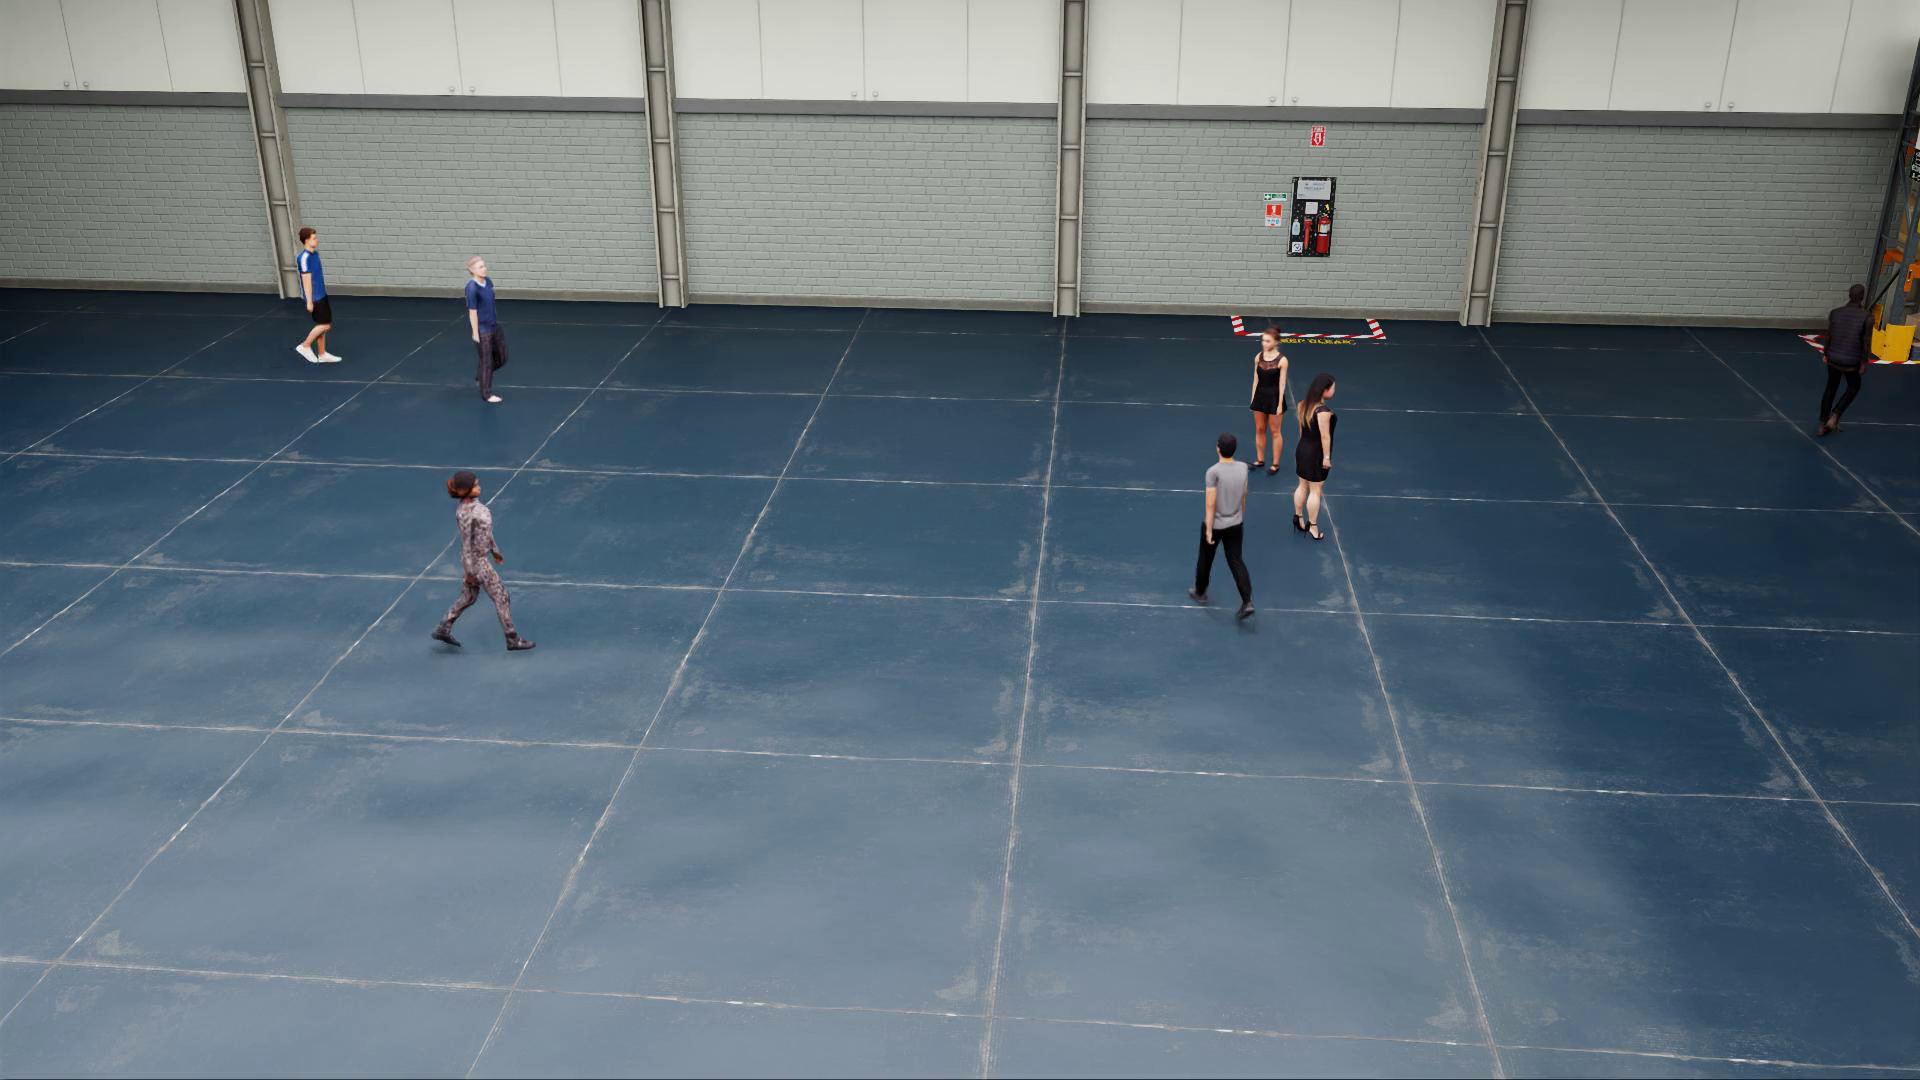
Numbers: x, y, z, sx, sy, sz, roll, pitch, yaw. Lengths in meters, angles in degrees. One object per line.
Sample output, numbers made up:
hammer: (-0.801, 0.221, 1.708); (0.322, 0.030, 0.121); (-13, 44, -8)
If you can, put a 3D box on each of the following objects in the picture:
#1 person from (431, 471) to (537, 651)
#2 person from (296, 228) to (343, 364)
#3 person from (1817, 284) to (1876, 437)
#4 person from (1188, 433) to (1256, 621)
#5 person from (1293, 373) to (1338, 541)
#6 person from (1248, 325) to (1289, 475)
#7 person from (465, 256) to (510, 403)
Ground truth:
person: (-4.252, 0.208, 14.356); (1.163, 1.681, 0.713); (-2, 23, -4)
person: (-8.724, -3.257, 22.283); (0.851, 1.853, 0.746); (-4, 23, -8)
person: (10.367, -2.092, 19.584); (0.890, 1.821, 0.840); (-16, 28, -33)
person: (2.436, -0.109, 15.041); (1.165, 1.728, 1.026); (-9, 24, -19)
person: (3.568, -0.851, 16.804); (0.756, 1.713, 0.751); (-9, 24, -19)
person: (3.452, -1.569, 18.536); (0.671, 1.679, 0.749); (20, 30, 38)
person: (-6.023, -2.640, 20.831); (0.813, 1.855, 0.752); (7, 24, 16)
